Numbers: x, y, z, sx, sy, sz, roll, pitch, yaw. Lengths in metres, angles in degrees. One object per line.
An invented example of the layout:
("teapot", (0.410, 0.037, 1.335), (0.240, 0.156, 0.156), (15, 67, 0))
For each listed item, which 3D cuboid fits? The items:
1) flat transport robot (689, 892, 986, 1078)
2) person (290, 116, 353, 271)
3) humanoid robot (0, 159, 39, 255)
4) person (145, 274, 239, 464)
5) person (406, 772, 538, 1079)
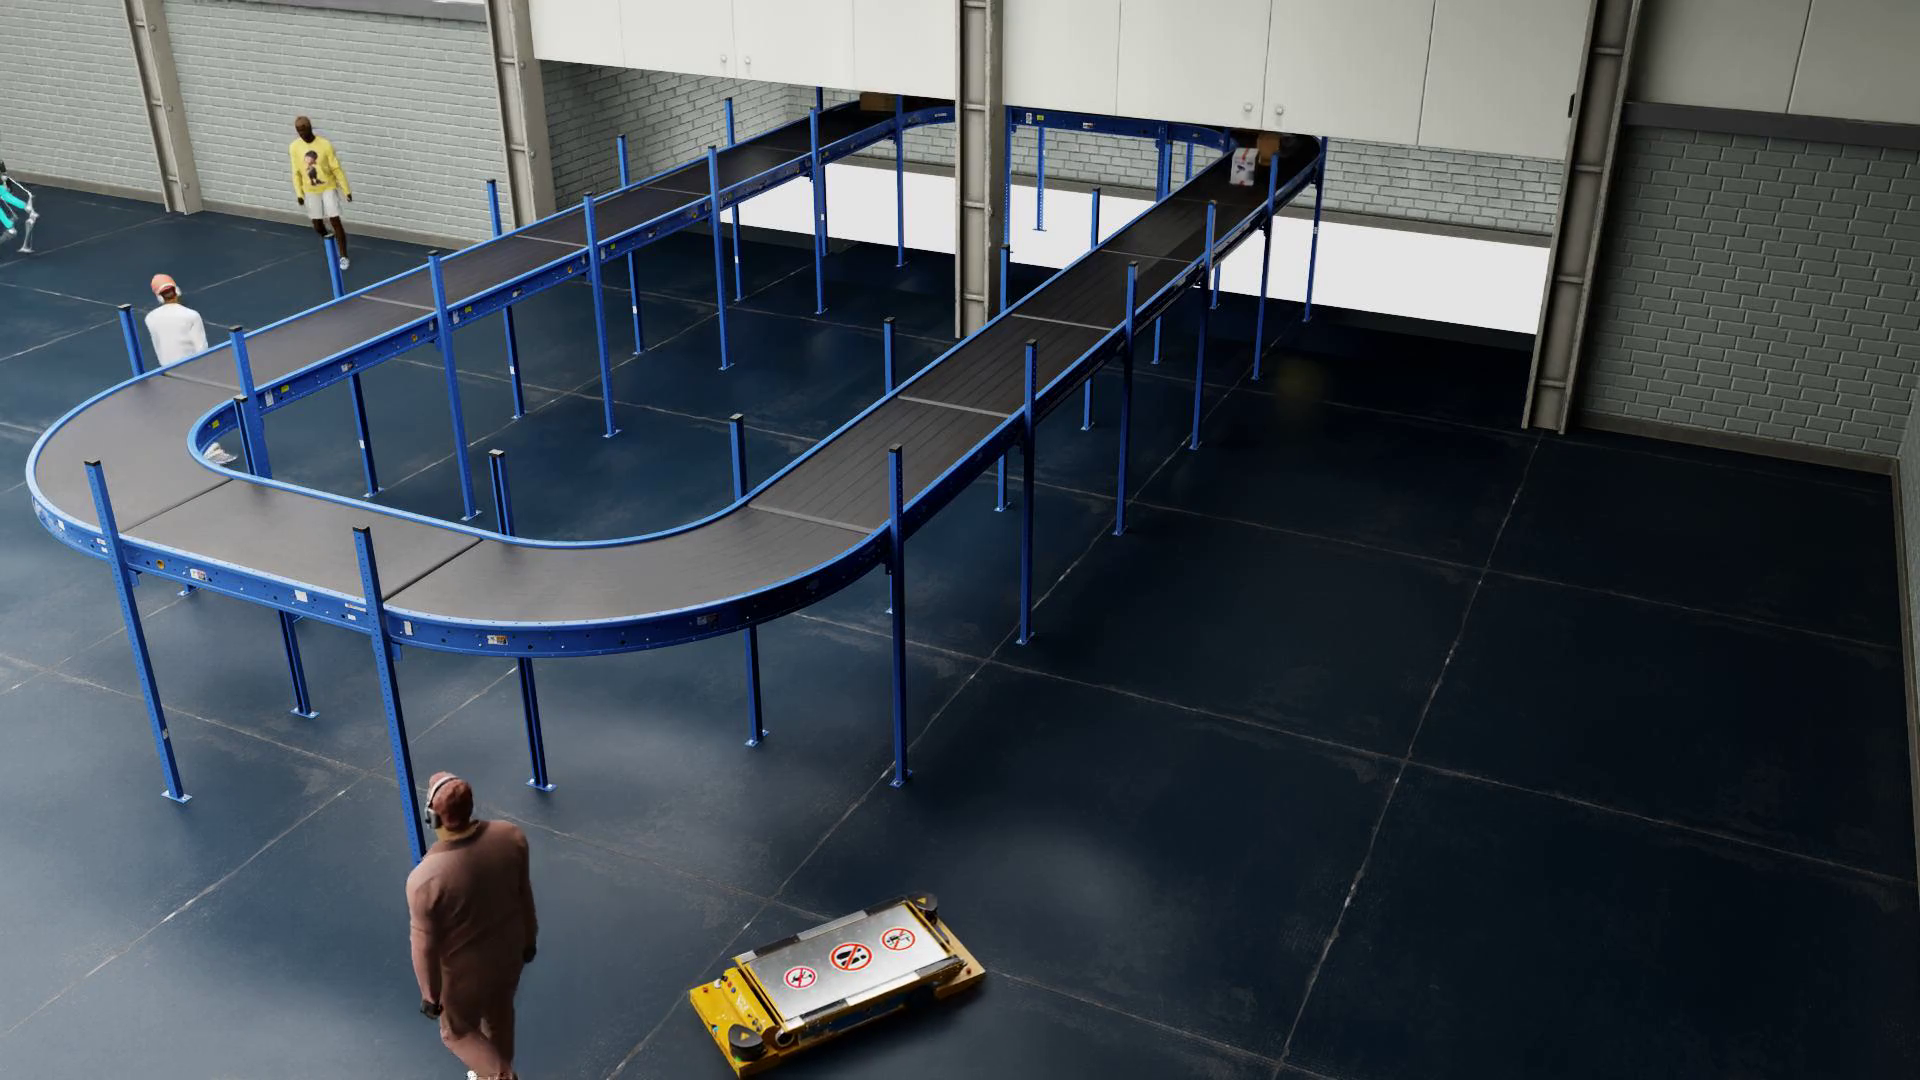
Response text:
("flat transport robot", (-0.642, 2.323, 8.795), (1.431, 0.231, 0.659), (-15, 30, -27))
("person", (-7.749, -4.253, 20.252), (0.651, 1.869, 0.612), (-4, 27, -7))
("humanoid robot", (-11.784, -4.284, 20.453), (0.923, 1.755, 0.540), (8, 27, 16))
("person", (-6.902, -1.526, 14.933), (0.700, 1.704, 0.411), (8, 28, 16))
("person", (-2.194, 1.959, 7.722), (0.628, 1.880, 0.652), (19, 32, 33))
